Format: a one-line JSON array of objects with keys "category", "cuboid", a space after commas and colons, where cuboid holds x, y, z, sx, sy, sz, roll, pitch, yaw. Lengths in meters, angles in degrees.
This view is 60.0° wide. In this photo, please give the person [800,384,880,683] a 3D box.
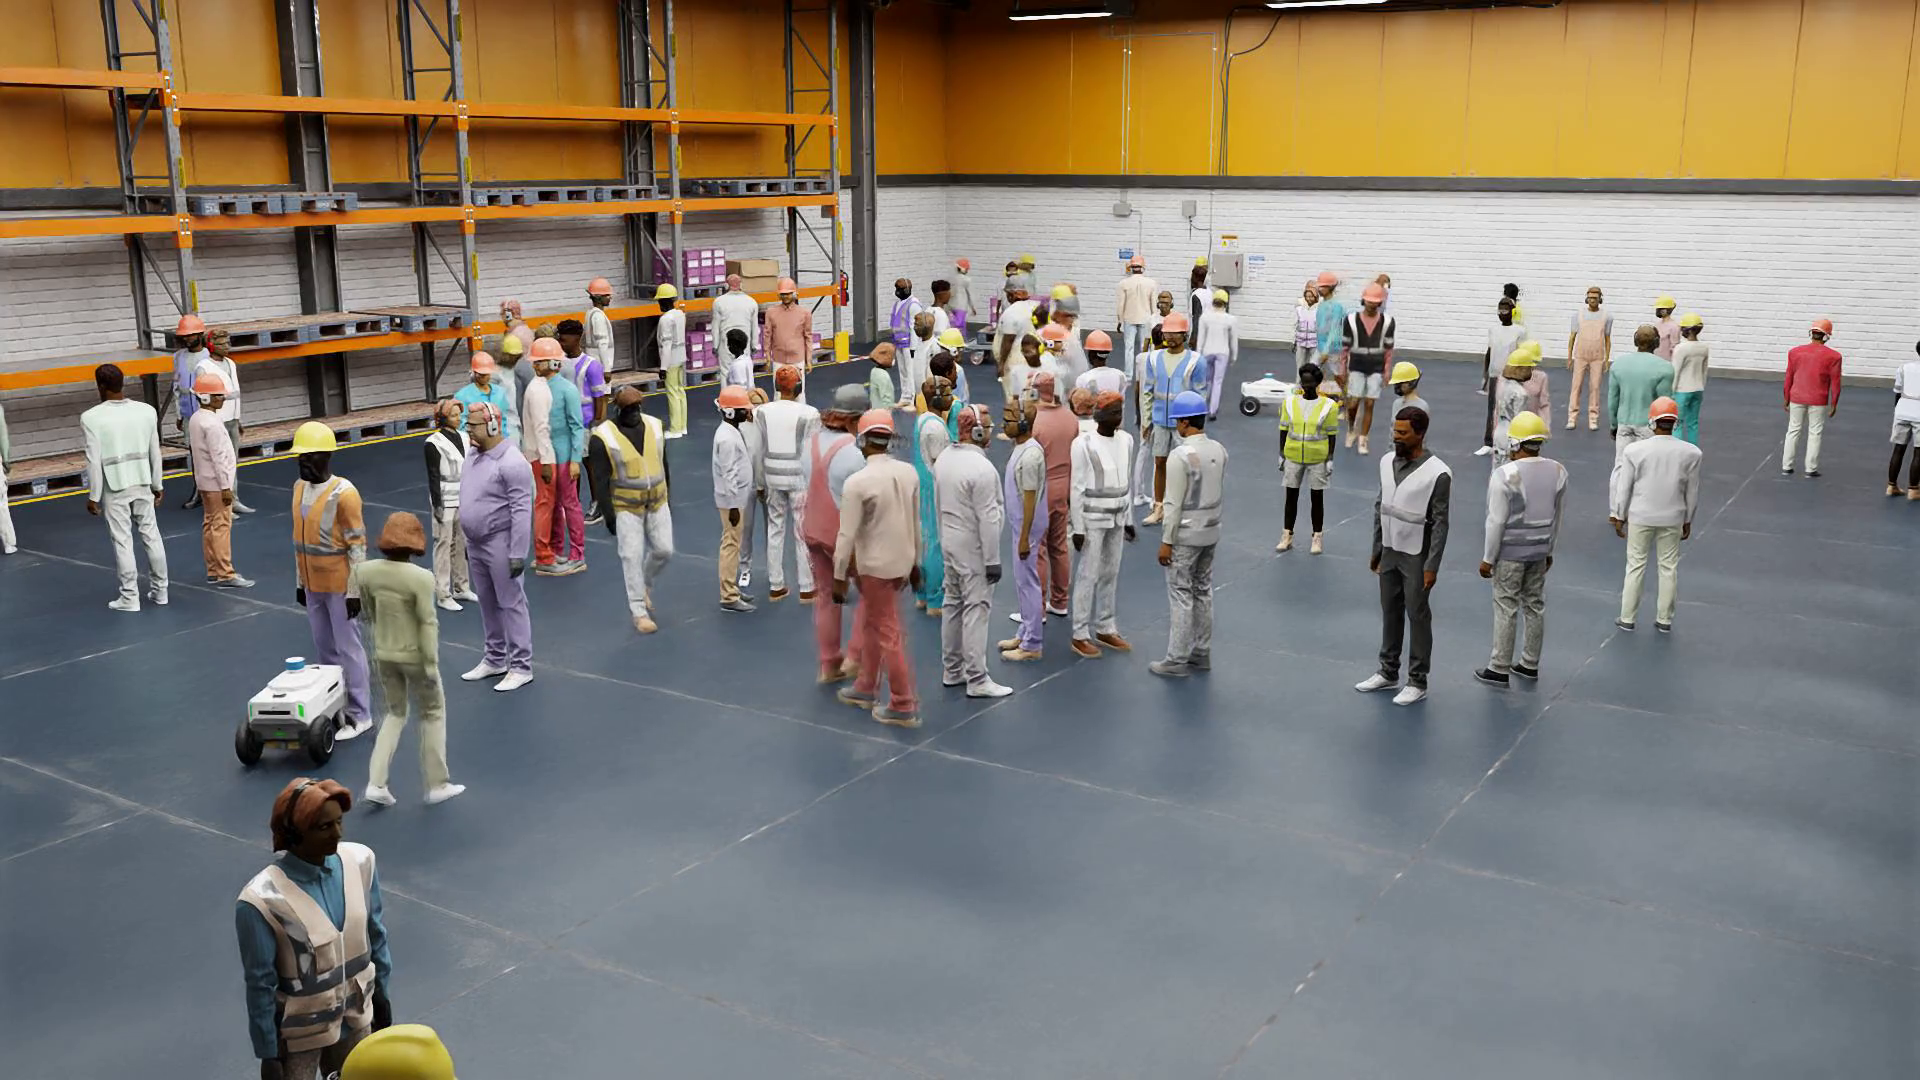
[{"category": "person", "cuboid": [-0.747, -0.047, 11.010, 0.684, 2.000, 0.542, 12, 17, 41]}]

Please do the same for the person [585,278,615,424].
[{"category": "person", "cuboid": [-4.281, -2.103, 19.922, 0.371, 2.044, 0.608, -6, 14, -23]}]

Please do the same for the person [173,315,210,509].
[{"category": "person", "cuboid": [-7.539, -1.262, 16.505, 0.543, 1.939, 0.355, 1, 13, 6]}]

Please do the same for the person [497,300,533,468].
[{"category": "person", "cuboid": [-4.961, -1.727, 18.606, 0.403, 1.899, 0.652, -2, 13, -10]}]

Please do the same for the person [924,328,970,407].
[{"category": "person", "cuboid": [-0.111, -1.163, 16.329, 0.403, 1.824, 0.600, -9, 16, -33]}]

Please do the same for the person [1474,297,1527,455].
[{"category": "person", "cuboid": [6.313, -1.887, 19.366, 0.328, 1.872, 0.514, -13, 18, -43]}]

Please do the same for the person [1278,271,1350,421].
[{"category": "person", "cuboid": [4.802, -2.539, 21.942, 1.079, 1.988, 0.619, -4, 14, -16]}]

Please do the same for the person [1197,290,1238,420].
[{"category": "person", "cuboid": [3.441, -2.479, 22.280, 0.532, 1.714, 0.922, 4, 14, 18]}]

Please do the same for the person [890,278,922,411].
[{"category": "person", "cuboid": [-0.748, -2.700, 22.986, 0.431, 1.835, 0.623, -7, 15, -27]}]

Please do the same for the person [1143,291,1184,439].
[{"category": "person", "cuboid": [2.525, -2.170, 20.647, 0.517, 1.843, 0.325, 2, 13, 7]}]

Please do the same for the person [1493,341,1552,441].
[{"category": "person", "cuboid": [5.528, -1.122, 16.422, 0.511, 1.707, 0.906, -3, 13, -13]}]

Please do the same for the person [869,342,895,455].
[{"category": "person", "cuboid": [-0.782, -1.191, 16.865, 0.292, 1.632, 0.501, -4, 13, -15]}]

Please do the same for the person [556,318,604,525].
[{"category": "person", "cuboid": [-3.661, -1.132, 15.877, 0.613, 1.965, 0.361, 8, 15, 31]}]

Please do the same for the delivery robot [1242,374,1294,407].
[{"category": "delivery robot", "cuboid": [4.189, -2.018, 22.610, 0.707, 0.478, 0.477, 2, 13, 10]}]

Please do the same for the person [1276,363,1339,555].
[{"category": "person", "cuboid": [3.054, -0.716, 14.667, 0.532, 1.696, 0.319, 6, 14, 23]}]

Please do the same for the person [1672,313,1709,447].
[{"category": "person", "cuboid": [8.126, -1.659, 18.622, 0.537, 1.758, 0.352, -7, 15, -28]}]

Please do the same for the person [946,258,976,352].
[{"category": "person", "cuboid": [-0.049, -4.157, 29.591, 0.901, 1.706, 0.554, -12, 18, -42]}]

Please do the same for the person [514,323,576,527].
[{"category": "person", "cuboid": [-3.883, -1.083, 15.738, 0.635, 1.933, 0.353, 4, 13, 15]}]

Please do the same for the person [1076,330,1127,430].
[{"category": "person", "cuboid": [1.236, -0.921, 15.025, 0.552, 1.937, 0.356, -9, 16, -35]}]

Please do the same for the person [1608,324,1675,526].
[{"category": "person", "cuboid": [6.390, -1.063, 15.639, 0.370, 1.940, 0.631, -11, 17, -39]}]

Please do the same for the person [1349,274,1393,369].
[{"category": "person", "cuboid": [6.866, -3.658, 27.720, 0.507, 1.570, 0.881, -8, 15, -32]}]

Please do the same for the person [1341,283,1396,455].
[{"category": "person", "cuboid": [4.779, -1.998, 19.507, 0.602, 2.025, 0.419, 2, 13, 8]}]

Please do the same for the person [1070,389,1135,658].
[{"category": "person", "cuboid": [1.001, -0.122, 11.679, 0.584, 1.882, 0.337, -11, 17, -40]}]

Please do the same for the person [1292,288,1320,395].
[{"category": "person", "cuboid": [4.974, -2.768, 23.692, 0.514, 1.641, 0.309, 7, 15, 28]}]

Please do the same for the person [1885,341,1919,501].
[{"category": "person", "cuboid": [9.753, -1.238, 16.952, 0.319, 1.687, 0.539, -6, 14, -26]}]

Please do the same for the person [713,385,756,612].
[{"category": "person", "cuboid": [-1.731, -0.328, 12.859, 0.340, 1.749, 0.572, -2, 13, -7]}]

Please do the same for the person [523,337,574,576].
[{"category": "person", "cuboid": [-3.450, -0.703, 13.960, 0.393, 1.990, 0.616, -2, 13, -10]}]

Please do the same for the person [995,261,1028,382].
[{"category": "person", "cuboid": [0.803, -3.399, 25.924, 0.508, 1.872, 0.329, -1, 13, -5]}]

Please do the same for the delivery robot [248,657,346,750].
[{"category": "delivery robot", "cuboid": [-3.905, 0.933, 9.808, 0.477, 0.478, 0.707, 0, 13, -1]}]

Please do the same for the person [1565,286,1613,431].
[{"category": "person", "cuboid": [8.051, -2.319, 21.294, 0.514, 1.844, 0.333, 5, 14, 19]}]

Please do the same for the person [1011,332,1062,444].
[{"category": "person", "cuboid": [0.749, -1.061, 15.849, 0.536, 1.845, 0.456, 2, 13, 7]}]

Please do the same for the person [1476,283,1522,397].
[{"category": "person", "cuboid": [7.855, -2.886, 24.149, 0.783, 1.671, 0.538, 1, 13, 5]}]

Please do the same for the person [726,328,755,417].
[{"category": "person", "cuboid": [-2.311, -1.392, 17.596, 0.321, 1.697, 0.530, 1, 13, 2]}]

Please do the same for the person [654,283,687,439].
[{"category": "person", "cuboid": [-3.594, -2.221, 20.684, 0.360, 1.929, 0.587, 2, 13, 10]}]

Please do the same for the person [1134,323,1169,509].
[{"category": "person", "cuboid": [1.958, -1.232, 16.571, 0.523, 1.856, 0.348, 11, 17, 40]}]

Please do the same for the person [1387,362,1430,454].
[{"category": "person", "cuboid": [3.813, -0.653, 14.276, 0.342, 1.753, 0.532, -4, 13, -16]}]

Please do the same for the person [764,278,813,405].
[{"category": "person", "cuboid": [-2.138, -2.266, 20.734, 0.615, 1.994, 0.381, 0, 13, -1]}]

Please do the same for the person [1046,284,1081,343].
[{"category": "person", "cuboid": [1.246, -2.295, 21.075, 0.599, 1.899, 0.846, -8, 15, -31]}]

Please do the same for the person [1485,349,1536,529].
[{"category": "person", "cuboid": [5.108, -0.900, 15.381, 0.314, 1.737, 0.487, -1, 13, -6]}]

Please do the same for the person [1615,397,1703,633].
[{"category": "person", "cuboid": [5.121, -0.185, 12.259, 0.566, 1.744, 0.349, 2, 13, 9]}]
